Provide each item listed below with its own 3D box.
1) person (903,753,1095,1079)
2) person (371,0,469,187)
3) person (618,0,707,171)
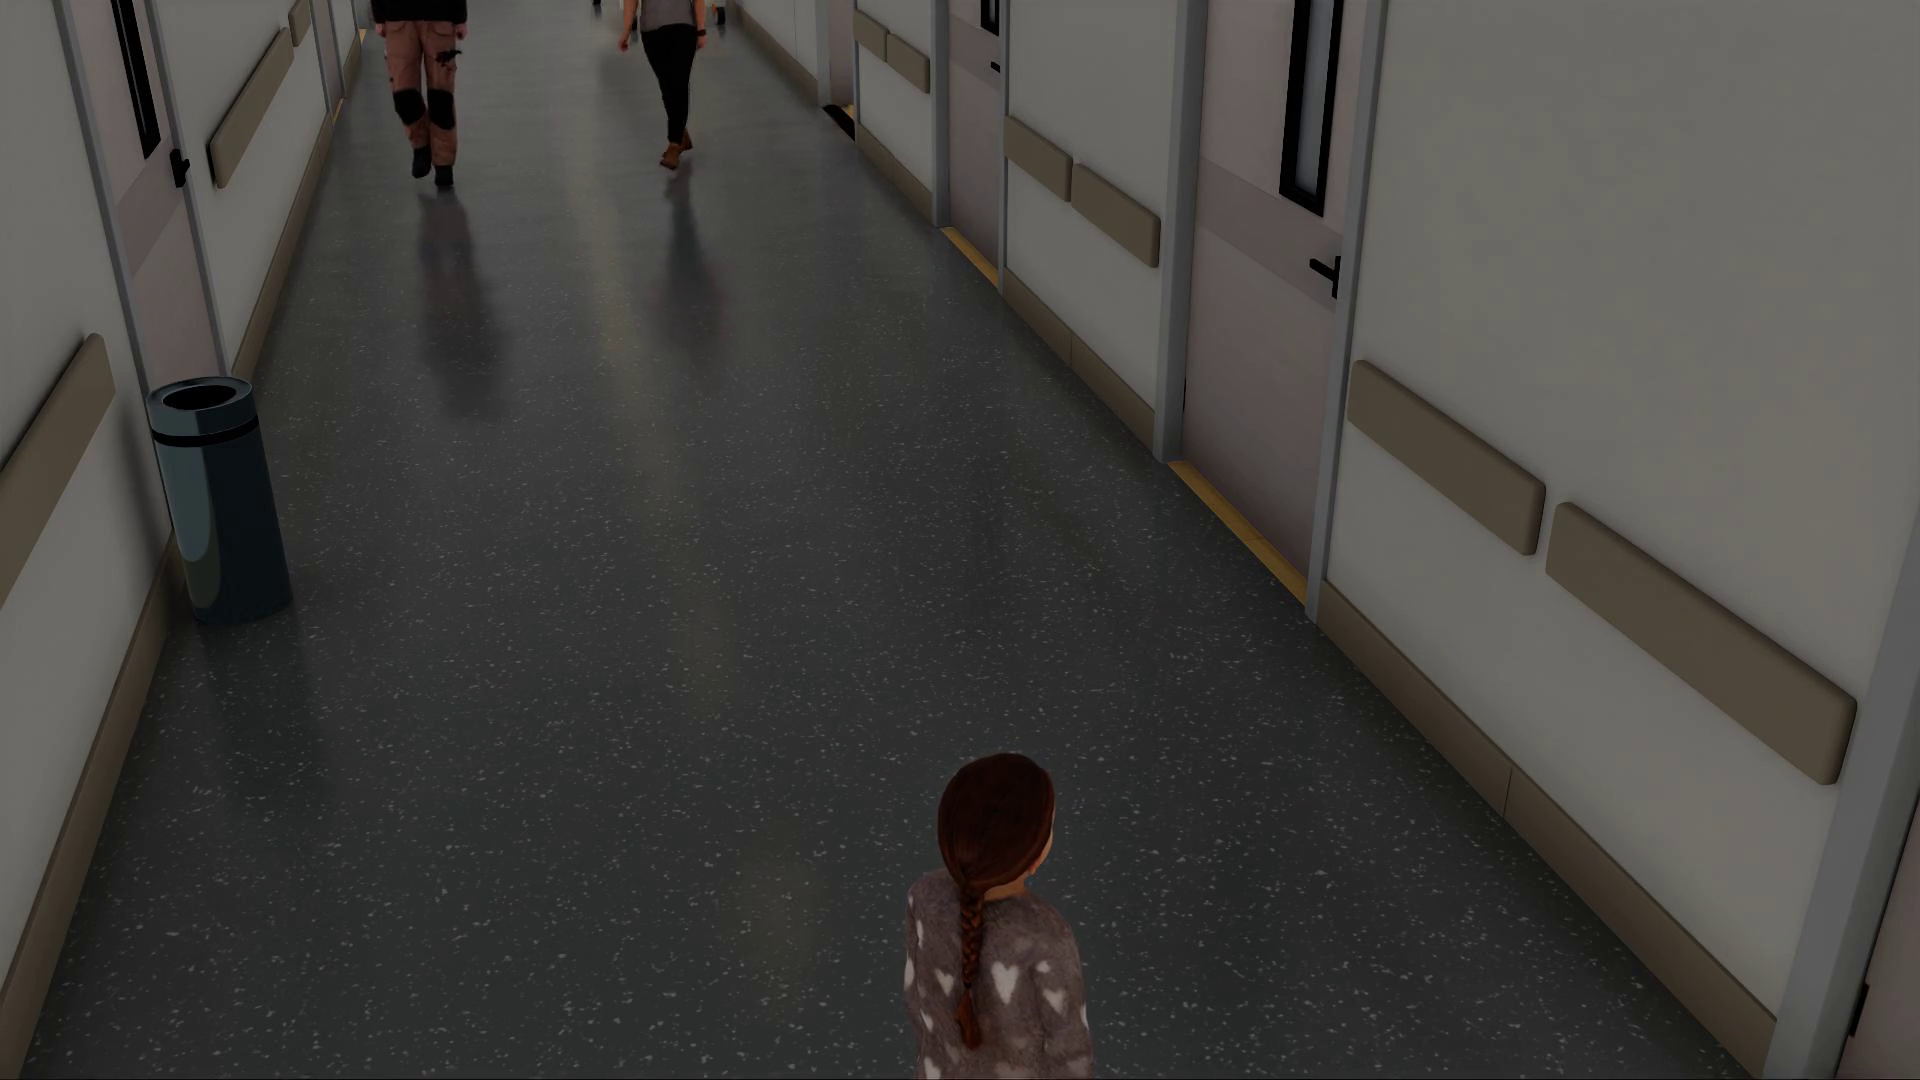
[{"bbox_3d":[0.052,0.848,2.606,0.554,1.194,0.607,16,30,30],"label":"person"},{"bbox_3d":[-3.233,-3.110,9.984,0.599,1.915,0.756,-6,26,-13],"label":"person"},{"bbox_3d":[-1.800,-3.225,10.497,1.068,1.676,1.005,7,27,14],"label":"person"}]
